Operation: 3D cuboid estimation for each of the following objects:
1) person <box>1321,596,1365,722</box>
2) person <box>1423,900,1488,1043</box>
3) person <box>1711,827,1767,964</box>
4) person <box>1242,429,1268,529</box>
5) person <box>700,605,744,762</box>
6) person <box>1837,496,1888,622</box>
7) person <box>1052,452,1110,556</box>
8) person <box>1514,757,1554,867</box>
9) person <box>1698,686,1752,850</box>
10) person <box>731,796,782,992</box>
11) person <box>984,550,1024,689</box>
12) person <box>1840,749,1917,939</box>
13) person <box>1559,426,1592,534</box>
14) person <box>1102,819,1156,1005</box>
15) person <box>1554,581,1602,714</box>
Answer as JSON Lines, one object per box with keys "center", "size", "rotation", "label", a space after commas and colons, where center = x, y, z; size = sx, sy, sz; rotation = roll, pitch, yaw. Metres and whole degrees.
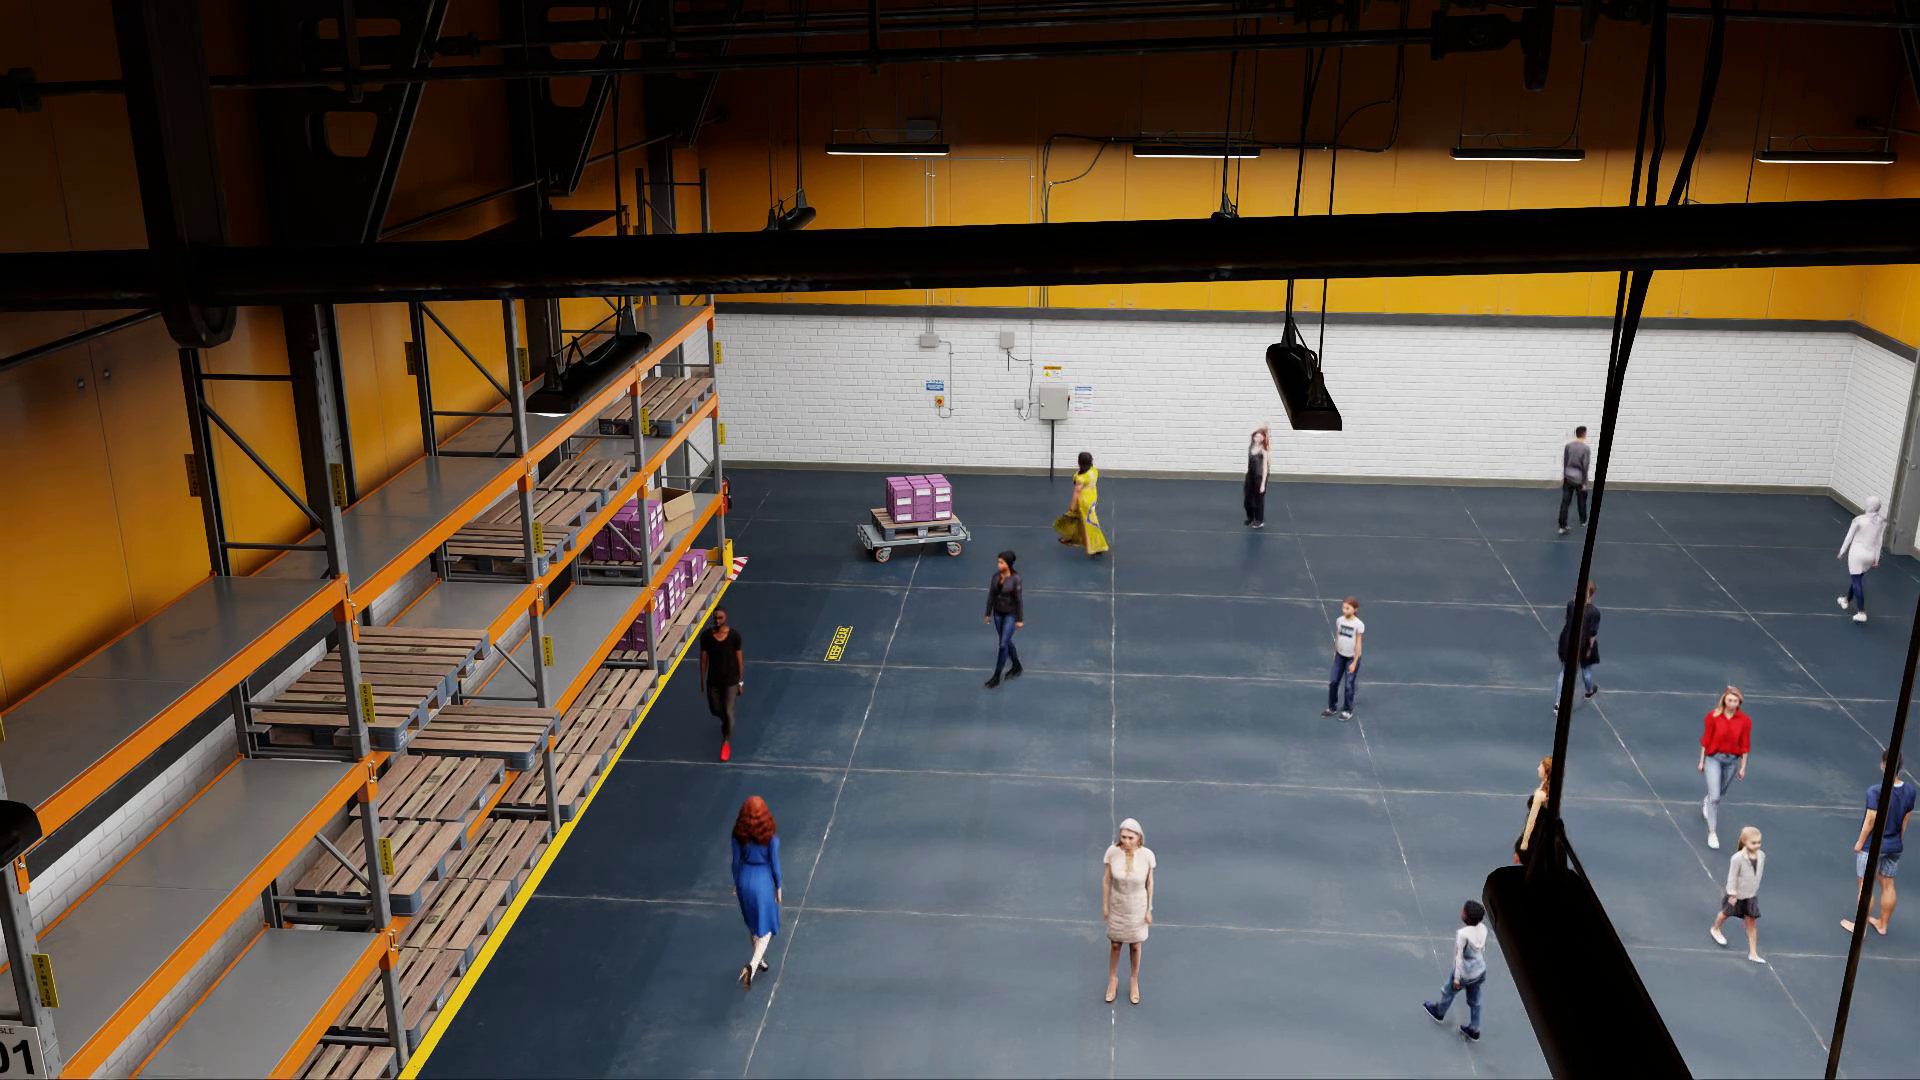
{"center": [4.700, 1.398, 20.013], "size": [0.690, 1.556, 0.750], "rotation": [17, 25, 41], "label": "person"}
{"center": [4.283, 3.625, 13.899], "size": [0.732, 1.237, 0.857], "rotation": [-9, 21, -25], "label": "person"}
{"center": [7.108, 3.185, 15.197], "size": [0.638, 1.242, 0.921], "rotation": [-2, 19, -7], "label": "person"}
{"center": [4.822, -0.996, 26.897], "size": [0.842, 1.700, 0.773], "rotation": [-15, 24, -38], "label": "person"}
{"center": [-2.703, 1.582, 19.105], "size": [0.668, 1.787, 0.995], "rotation": [0, 19, 1], "label": "person"}
{"center": [12.500, 0.290, 23.014], "size": [0.683, 1.740, 1.135], "rotation": [1, 19, 2], "label": "person"}
{"center": [2.003, -0.522, 25.642], "size": [1.207, 1.602, 1.354], "rotation": [13, 22, 33], "label": "person"}
{"center": [5.548, 2.836, 15.683], "size": [1.000, 1.593, 1.058], "rotation": [14, 23, 35], "label": "person"}
{"center": [7.870, 2.282, 17.202], "size": [0.730, 1.675, 1.127], "rotation": [4, 19, 13], "label": "person"}
{"center": [-1.804, 3.119, 14.499], "size": [0.726, 1.814, 0.978], "rotation": [5, 19, 15], "label": "person"}
{"center": [0.624, 0.963, 21.054], "size": [0.998, 1.715, 1.110], "rotation": [16, 24, 39], "label": "person"}
{"center": [8.527, 2.810, 15.368], "size": [0.657, 1.844, 0.622], "rotation": [-2, 19, -6], "label": "person"}
{"center": [9.827, -0.944, 26.690], "size": [1.111, 1.732, 1.030], "rotation": [-16, 25, -40], "label": "person"}
{"center": [1.444, 3.199, 14.382], "size": [0.599, 1.736, 0.540], "rotation": [2, 19, 7], "label": "person"}
{"center": [7.421, 1.321, 20.109], "size": [1.059, 1.640, 1.160], "rotation": [18, 25, 42], "label": "person"}
